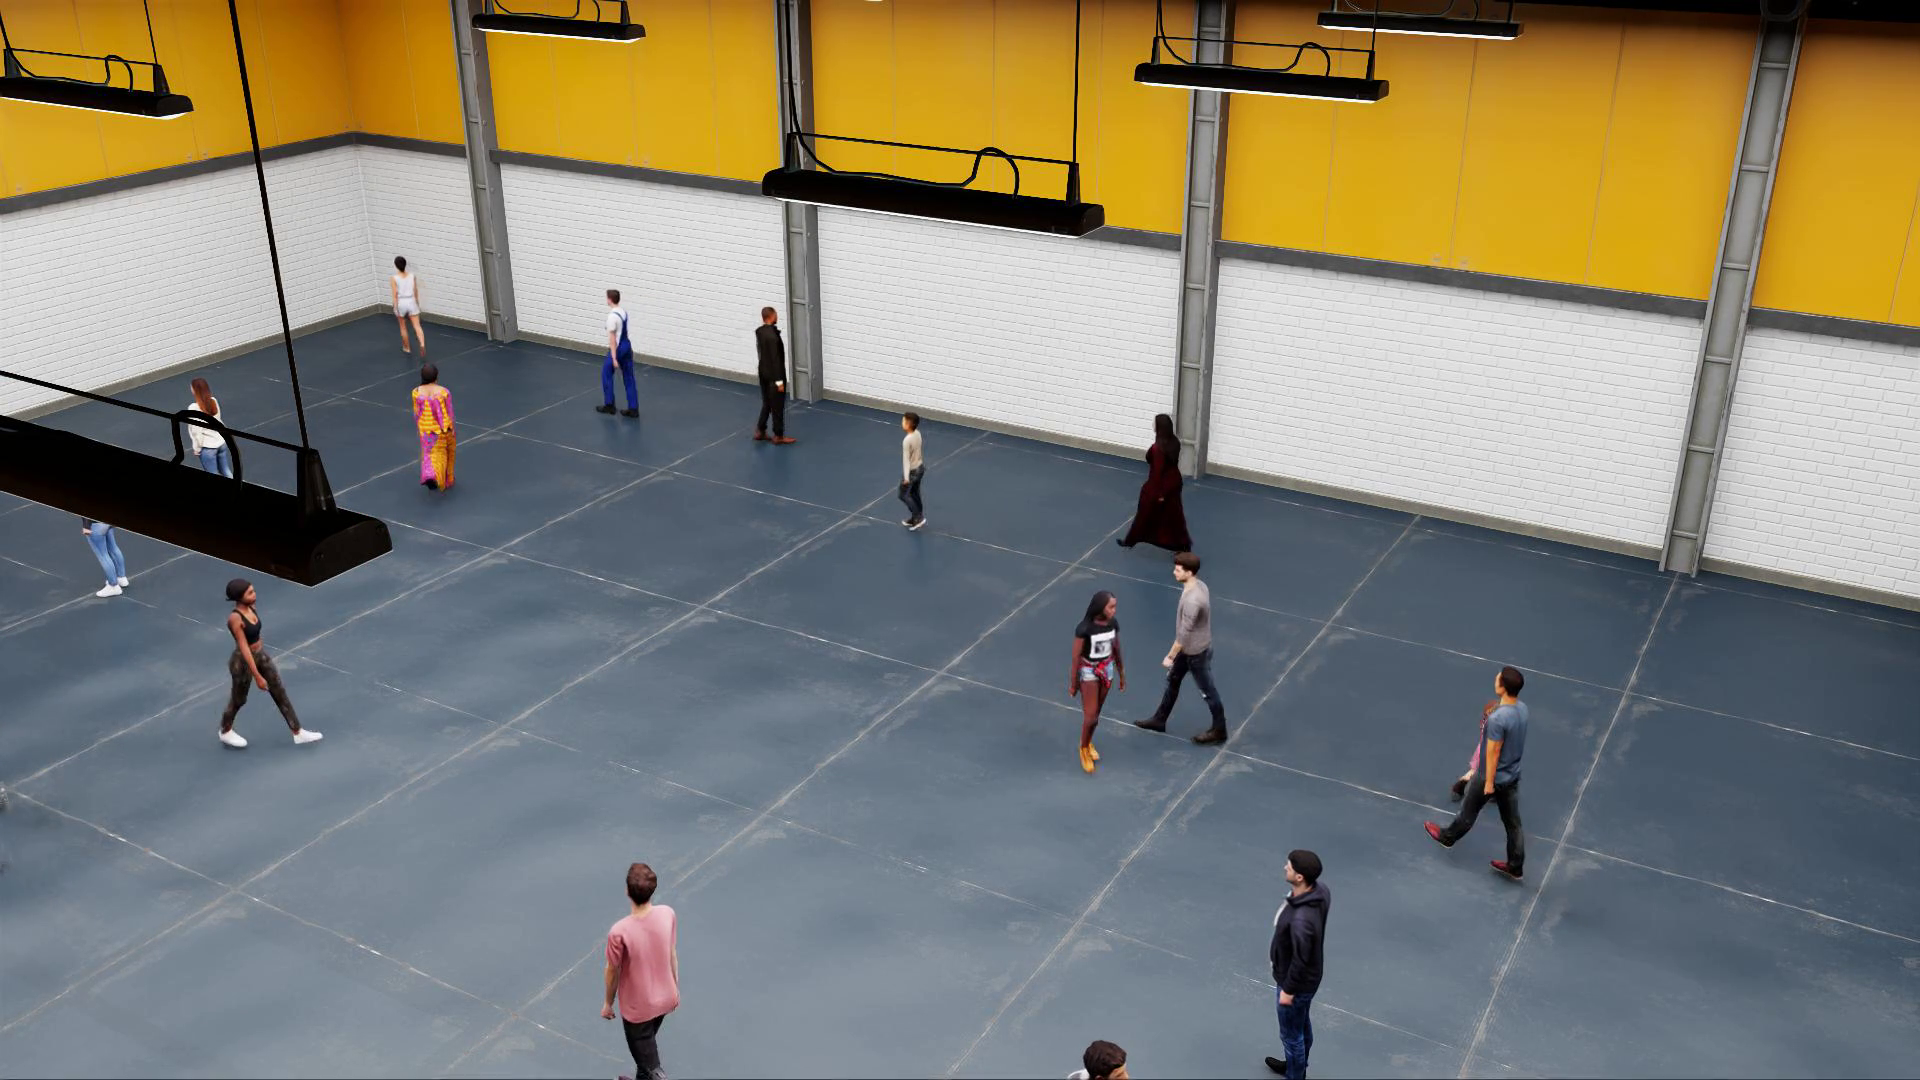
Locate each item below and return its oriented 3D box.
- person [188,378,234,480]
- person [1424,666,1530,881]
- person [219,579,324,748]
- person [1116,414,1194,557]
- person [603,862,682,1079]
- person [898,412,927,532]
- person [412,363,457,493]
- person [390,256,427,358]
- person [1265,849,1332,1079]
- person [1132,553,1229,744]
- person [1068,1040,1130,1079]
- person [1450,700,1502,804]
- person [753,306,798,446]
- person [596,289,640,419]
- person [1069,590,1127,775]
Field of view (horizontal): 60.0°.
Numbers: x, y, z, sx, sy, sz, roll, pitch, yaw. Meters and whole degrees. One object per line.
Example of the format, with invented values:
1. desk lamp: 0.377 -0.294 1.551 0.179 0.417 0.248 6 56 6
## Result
1. person: -9.053 -1.148 20.108 0.582 1.692 0.634 10 26 22
2. person: 4.323 1.876 13.090 0.931 1.772 1.198 -19 30 -37
3. person: -6.438 1.153 14.897 1.236 1.650 0.928 2 24 3
4. person: 2.383 -0.558 18.735 1.137 1.710 0.712 15 28 31
5. person: -1.912 2.958 10.422 1.270 1.926 0.809 20 30 38
6. person: -0.495 -0.797 19.603 0.612 1.452 0.569 10 25 21
7. person: -6.539 -1.384 20.675 0.961 1.670 0.971 -1 24 -3
8. person: -8.580 -3.609 25.868 0.844 1.586 1.060 -15 28 -31
9. person: 2.200 2.818 10.782 0.607 1.895 0.696 10 25 21
10. person: 2.215 1.000 14.974 1.211 1.868 1.023 0 24 1
11. person: 0.719 3.522 9.132 0.710 1.925 0.738 4 24 10
12. person: 4.471 1.803 14.206 0.788 1.011 0.621 1 24 2
13. person: -2.545 -2.211 22.252 0.938 1.922 0.877 -13 27 -27
14. person: -4.669 -2.580 23.220 0.917 1.822 0.661 11 26 24
15. person: 1.139 1.198 14.731 0.747 1.700 0.801 -15 28 -31
